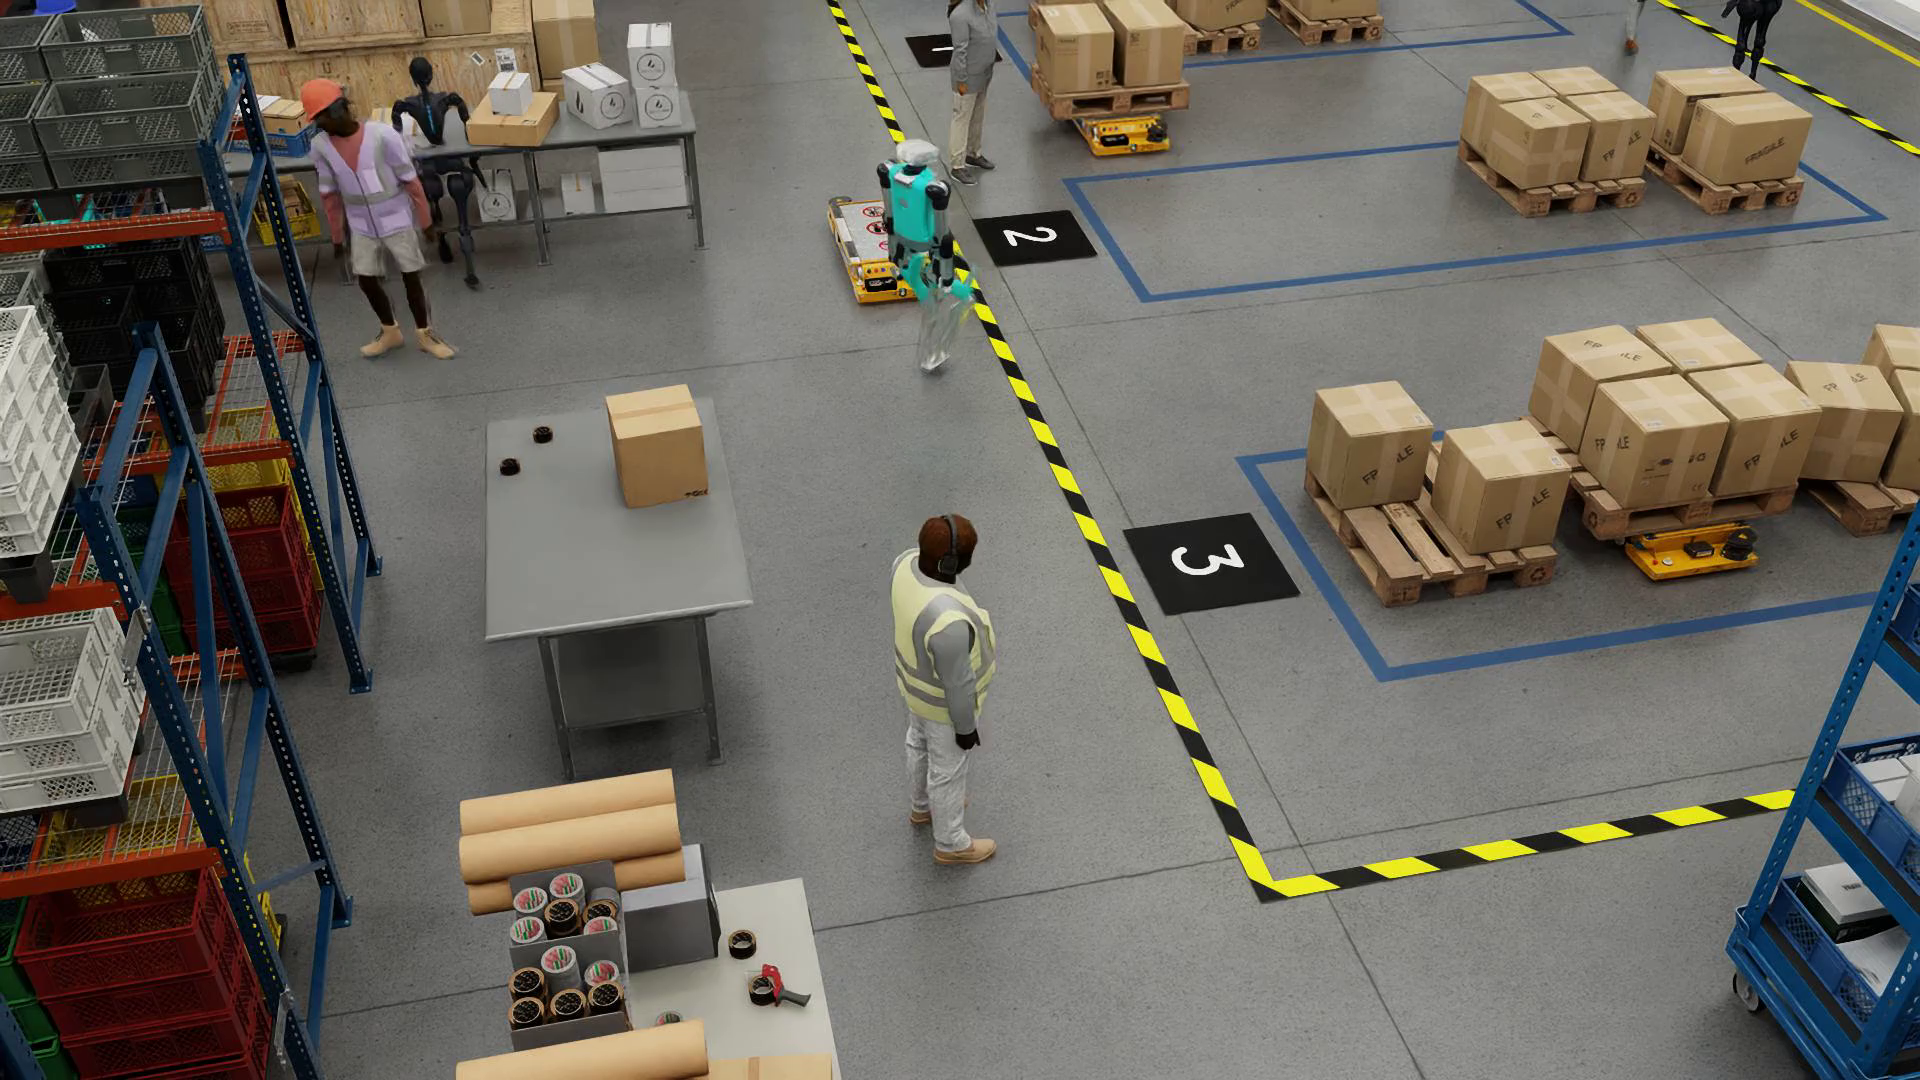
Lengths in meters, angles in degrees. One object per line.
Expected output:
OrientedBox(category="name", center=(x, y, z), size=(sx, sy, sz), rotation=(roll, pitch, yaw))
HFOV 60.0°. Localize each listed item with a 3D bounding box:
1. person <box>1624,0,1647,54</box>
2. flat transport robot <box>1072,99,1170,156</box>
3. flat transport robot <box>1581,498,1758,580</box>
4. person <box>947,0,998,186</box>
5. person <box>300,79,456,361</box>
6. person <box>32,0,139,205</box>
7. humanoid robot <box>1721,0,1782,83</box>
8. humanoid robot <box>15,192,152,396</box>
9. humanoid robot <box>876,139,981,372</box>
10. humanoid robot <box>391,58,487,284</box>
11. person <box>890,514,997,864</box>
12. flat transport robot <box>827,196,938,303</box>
OrientedBox(category="person", center=(6.590, -5.620, 15.799), size=(0.600, 1.830, 0.968), rotation=(7, 37, 9))
OrientedBox(category="flat transport robot", center=(1.309, -3.765, 14.591), size=(0.652, 0.197, 1.431), rotation=(-8, 37, -10))
OrientedBox(category="flat transport robot", center=(4.062, -0.294, 9.926), size=(0.652, 0.197, 1.431), rotation=(-8, 37, -10))
OrientedBox(category="person", center=(0.104, -3.761, 13.355), size=(0.405, 1.761, 0.572), rotation=(18, 40, 22))
OrientedBox(category="person", center=(-3.783, -2.057, 10.890), size=(0.699, 1.995, 0.343), rotation=(-2, 37, -2))
OrientedBox(category="person", center=(-6.446, -3.182, 12.426), size=(0.610, 1.943, 0.401), rotation=(27, 45, 32))
OrientedBox(category="humanoid robot", center=(7.166, -4.881, 14.923), size=(0.599, 1.655, 0.315), rotation=(-15, 39, -19))
OrientedBox(category="humanoid robot", center=(-5.265, -1.407, 10.129), size=(0.531, 1.692, 0.734), rotation=(-14, 39, -18))
OrientedBox(category="humanoid robot", center=(-0.137, -1.790, 10.789), size=(0.562, 1.849, 0.776), rotation=(26, 44, 30))
OrientedBox(category="humanoid robot", center=(-3.748, -2.674, 12.003), size=(0.595, 1.629, 0.778), rotation=(-12, 38, -15))
OrientedBox(category="person", center=(-0.062, 0.661, 7.351), size=(0.429, 1.839, 0.623), rotation=(-14, 39, -18))
OrientedBox(category="flat transport robot", center=(-0.570, -2.220, 12.538), size=(0.659, 0.231, 1.431), rotation=(-8, 37, -10))
